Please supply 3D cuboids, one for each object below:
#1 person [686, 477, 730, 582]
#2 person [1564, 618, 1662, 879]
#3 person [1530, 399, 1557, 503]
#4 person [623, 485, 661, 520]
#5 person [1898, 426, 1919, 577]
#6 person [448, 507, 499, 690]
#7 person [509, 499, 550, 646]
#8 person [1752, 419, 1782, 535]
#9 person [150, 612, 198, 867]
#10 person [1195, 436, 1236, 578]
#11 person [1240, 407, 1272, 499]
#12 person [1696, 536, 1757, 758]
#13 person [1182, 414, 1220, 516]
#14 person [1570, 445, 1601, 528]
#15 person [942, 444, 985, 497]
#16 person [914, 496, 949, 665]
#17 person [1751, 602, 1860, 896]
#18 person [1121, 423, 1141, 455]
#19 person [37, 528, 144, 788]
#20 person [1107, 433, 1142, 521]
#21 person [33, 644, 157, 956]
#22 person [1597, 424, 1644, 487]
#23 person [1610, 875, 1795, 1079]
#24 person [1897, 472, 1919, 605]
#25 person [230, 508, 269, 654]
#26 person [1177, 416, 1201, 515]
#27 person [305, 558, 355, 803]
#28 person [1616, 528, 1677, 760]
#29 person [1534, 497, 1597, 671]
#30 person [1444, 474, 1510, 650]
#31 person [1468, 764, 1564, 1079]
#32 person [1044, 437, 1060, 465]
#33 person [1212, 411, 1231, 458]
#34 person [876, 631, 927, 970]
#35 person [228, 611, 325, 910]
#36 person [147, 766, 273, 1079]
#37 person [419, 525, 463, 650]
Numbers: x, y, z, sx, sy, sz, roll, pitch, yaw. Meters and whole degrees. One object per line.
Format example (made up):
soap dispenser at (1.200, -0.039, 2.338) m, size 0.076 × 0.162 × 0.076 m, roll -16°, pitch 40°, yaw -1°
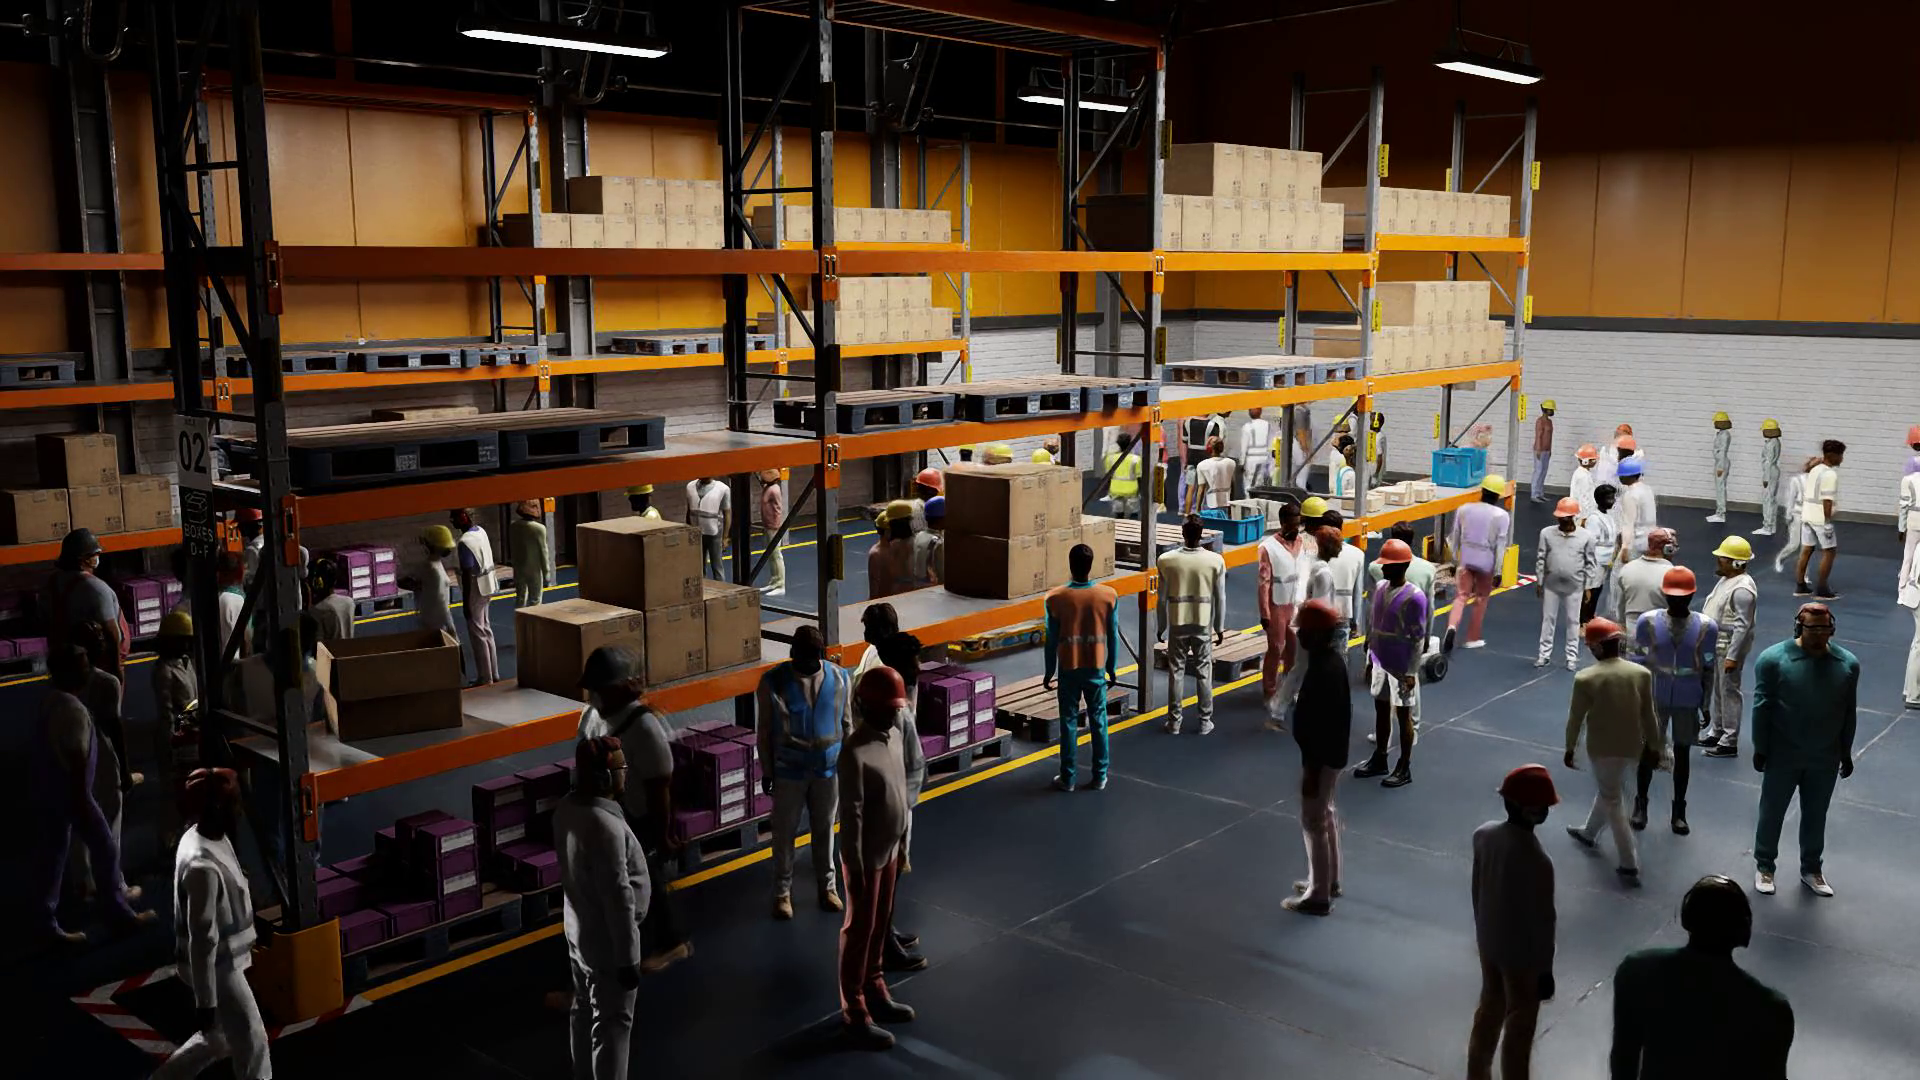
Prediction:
person at (-2.898, -0.047, 19.142) m, size 0.563 × 1.847 × 0.389 m, roll 4°, pitch 10°, yaw 23°
person at (4.366, 1.370, 11.165) m, size 0.599 × 1.686 × 0.902 m, roll -2°, pitch 10°, yaw -15°
person at (9.888, -1.506, 28.137) m, size 0.343 × 1.757 × 0.532 m, roll 8°, pitch 13°, yaw 41°
person at (-3.177, 0.307, 16.835) m, size 0.406 × 1.918 × 0.581 m, roll -2°, pitch 10°, yaw -13°
person at (12.342, -0.454, 21.173) m, size 0.696 × 1.991 × 0.551 m, roll -1°, pitch 10°, yaw -5°
person at (-4.601, 0.532, 15.764) m, size 0.417 × 1.828 × 0.562 m, roll 0°, pitch 10°, yaw -1°
person at (-4.529, 0.338, 17.515) m, size 0.504 × 1.623 × 0.284 m, roll 5°, pitch 11°, yaw 28°
person at (12.064, -0.944, 24.839) m, size 0.321 × 1.737 × 0.483 m, roll 7°, pitch 12°, yaw 36°
person at (-5.262, 1.336, 11.234) m, size 0.338 × 1.735 × 0.488 m, roll -1°, pitch 10°, yaw -5°
person at (3.270, -0.411, 21.314) m, size 0.562 × 1.847 × 0.390 m, roll -4°, pitch 10°, yaw -24°
person at (4.698, -1.235, 26.155) m, size 0.675 × 1.883 × 0.622 m, roll -6°, pitch 11°, yaw -31°
person at (6.309, 0.870, 13.699) m, size 0.403 × 1.837 × 0.590 m, roll 2°, pitch 10°, yaw 11°
person at (3.695, -1.192, 25.449) m, size 0.612 × 2.030 × 0.403 m, roll 5°, pitch 11°, yaw 30°
person at (7.933, -0.338, 21.160) m, size 0.329 × 1.751 × 0.572 m, roll 2°, pitch 10°, yaw 14°
person at (0.068, -0.362, 20.856) m, size 0.598 × 1.900 × 0.855 m, roll 2°, pitch 10°, yaw 12°
person at (-0.222, 0.563, 15.196) m, size 0.389 × 1.947 × 0.614 m, roll -5°, pitch 11°, yaw -27°
person at (5.424, 1.340, 10.687) m, size 0.642 × 1.909 × 0.409 m, roll 1°, pitch 10°, yaw 5°
person at (3.080, -1.867, 30.355) m, size 0.866 × 1.729 × 0.525 m, roll -9°, pitch 13°, yaw -42°
person at (-6.697, 0.909, 12.858) m, size 0.677 × 2.000 × 0.536 m, roll 4°, pitch 10°, yaw 21°
person at (2.317, -0.672, 23.338) m, size 0.548 × 1.677 × 0.366 m, roll 4°, pitch 10°, yaw 20°
person at (-5.194, 1.516, 9.870) m, size 0.561 × 1.821 × 0.801 m, roll 7°, pitch 12°, yaw 36°
person at (8.935, -0.638, 22.555) m, size 0.573 × 1.886 × 0.353 m, roll 3°, pitch 10°, yaw 19°
person at (2.621, 2.127, 5.935) m, size 0.395 × 1.929 × 0.631 m, roll -8°, pitch 13°, yaw -41°
person at (11.394, -0.159, 19.618) m, size 0.585 × 1.918 × 0.409 m, roll 5°, pitch 11°, yaw 27°
person at (-6.339, 0.602, 15.034) m, size 0.387 × 1.929 × 0.543 m, roll 0°, pitch 10°, yaw 2°
person at (3.695, -1.361, 26.551) m, size 0.377 × 1.995 × 0.608 m, roll -5°, pitch 11°, yaw -27°
person at (-4.729, 1.054, 12.540) m, size 0.323 × 1.861 × 0.516 m, roll 3°, pitch 10°, yaw 16°
person at (5.709, 0.842, 13.665) m, size 0.403 × 1.904 × 0.651 m, roll -5°, pitch 11°, yaw -28°
person at (6.017, 0.433, 16.562) m, size 0.564 × 1.748 × 0.339 m, roll 5°, pitch 11°, yaw 29°
person at (5.354, 0.251, 17.249) m, size 0.602 × 1.888 × 0.711 m, roll 8°, pitch 12°, yaw 40°
person at (2.624, 1.899, 7.807) m, size 0.340 × 1.751 × 0.571 m, roll -2°, pitch 10°, yaw -14°
person at (1.261, -0.609, 23.103) m, size 0.309 × 1.645 × 0.514 m, roll 2°, pitch 10°, yaw 11°
person at (4.040, -1.236, 25.837) m, size 0.407 × 1.986 × 0.616 m, roll 0°, pitch 10°, yaw 2°
person at (-0.384, 1.486, 9.631) m, size 0.367 × 1.964 × 0.609 m, roll -1°, pitch 10°, yaw -6°
person at (-4.306, 1.379, 10.578) m, size 0.676 × 1.880 × 0.367 m, roll -7°, pitch 12°, yaw -36°
person at (-3.380, 1.914, 7.415) m, size 0.818 × 1.862 × 0.585 m, roll -4°, pitch 10°, yaw -24°
person at (-4.615, 0.714, 14.891) m, size 0.520 × 1.739 × 0.540 m, roll -4°, pitch 10°, yaw -24°
